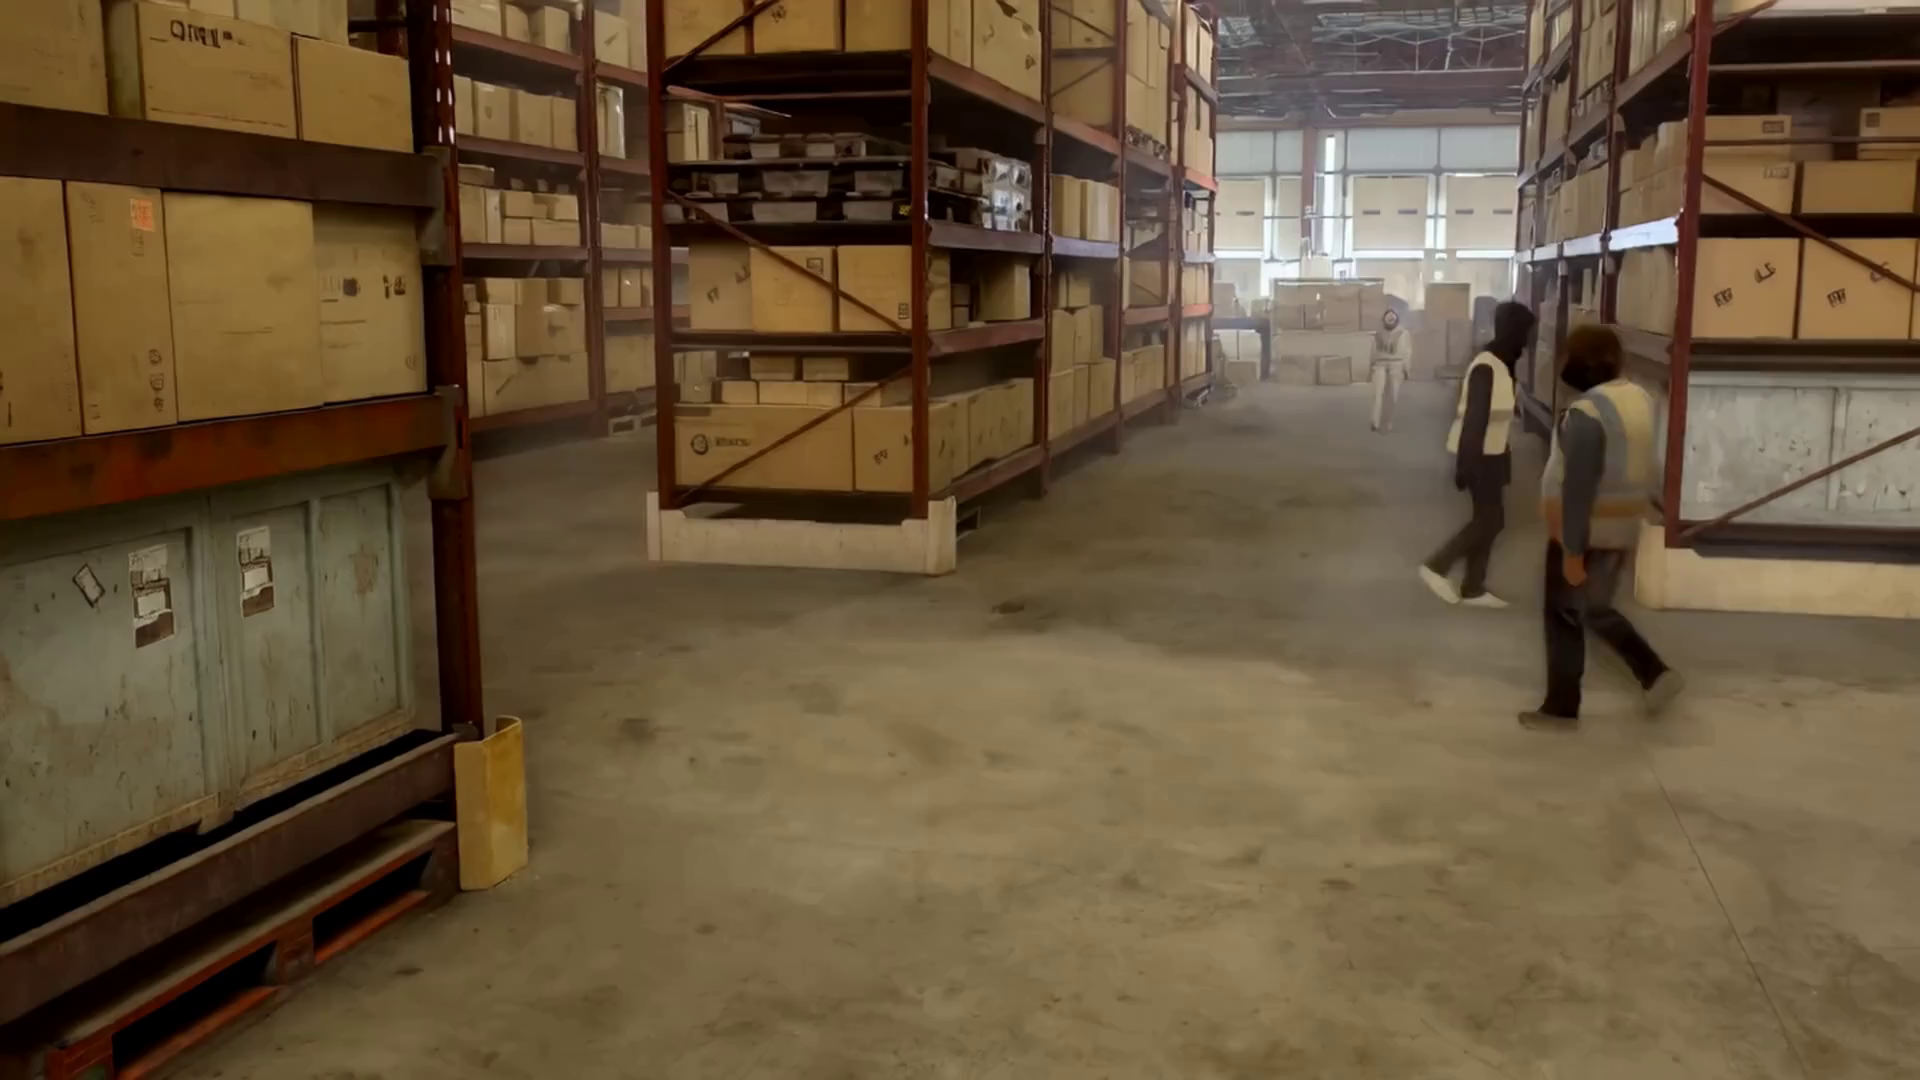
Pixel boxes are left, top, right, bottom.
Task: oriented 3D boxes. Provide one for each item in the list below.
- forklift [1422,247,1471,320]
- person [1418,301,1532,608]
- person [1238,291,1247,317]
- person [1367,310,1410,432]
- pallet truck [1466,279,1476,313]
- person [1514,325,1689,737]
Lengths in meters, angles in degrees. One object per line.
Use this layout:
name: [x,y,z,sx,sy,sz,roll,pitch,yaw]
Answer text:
forklift: [12.581,-6.282,43.685,1.873,2.768,1.129,-6,11,-34]
person: [3.190,-0.506,10.151,0.497,1.892,0.598,5,10,29]
person: [9.731,-7.766,57.143,0.769,1.605,0.517,1,9,4]
person: [5.616,-2.207,21.840,0.558,1.597,0.835,3,10,21]
pallet truck: [18.896,-8.459,60.307,1.885,1.965,0.823,5,10,31]
person: [2.801,-0.017,7.226,0.638,1.824,0.594,-9,12,-44]
